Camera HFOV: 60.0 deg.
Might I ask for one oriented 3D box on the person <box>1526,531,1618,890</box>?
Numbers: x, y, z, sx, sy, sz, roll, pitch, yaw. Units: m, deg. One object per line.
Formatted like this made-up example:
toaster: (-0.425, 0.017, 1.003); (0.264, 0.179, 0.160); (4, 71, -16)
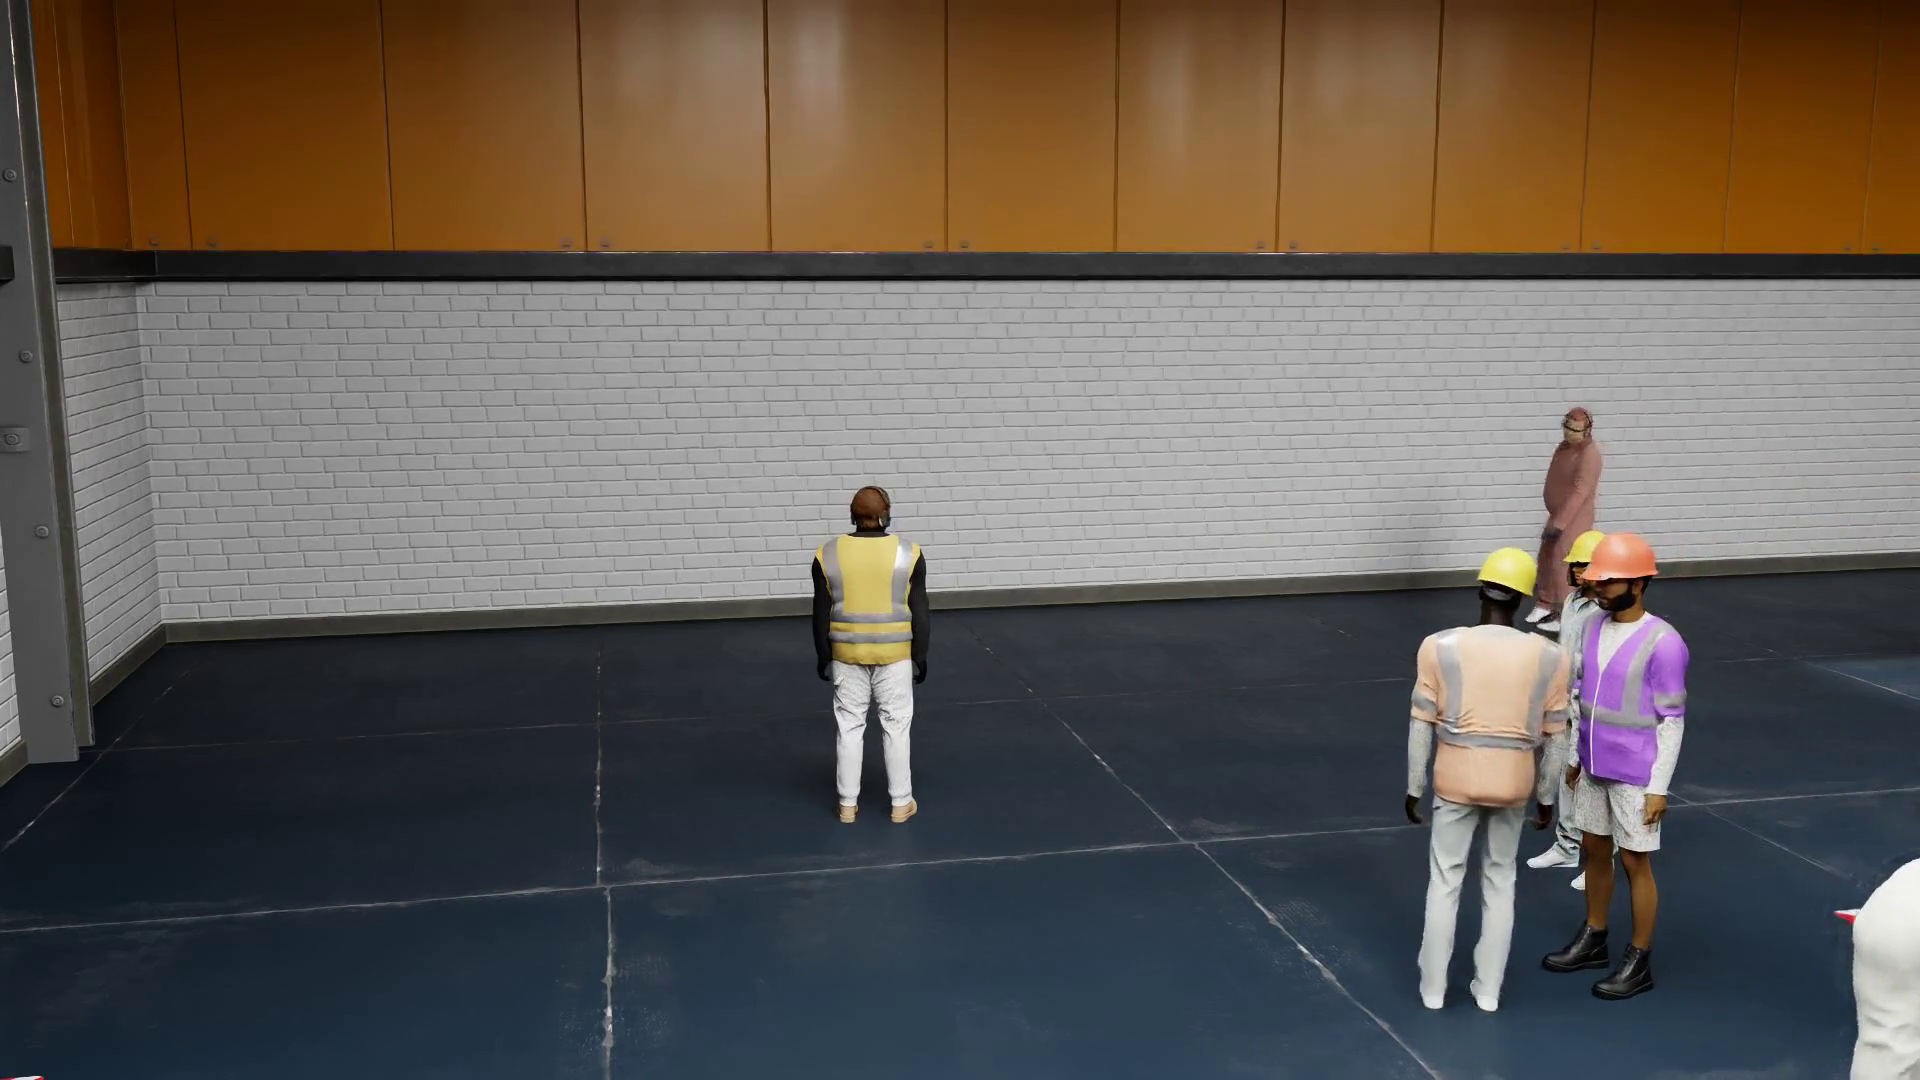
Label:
person: (3.039, 0.819, 8.090); (0.296, 1.745, 0.484); (-3, 10, -18)

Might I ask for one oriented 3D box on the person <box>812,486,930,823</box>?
person: (-0.475, 0.621, 9.003); (0.634, 1.841, 0.429); (0, 9, 2)

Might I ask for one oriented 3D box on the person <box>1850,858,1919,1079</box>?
person: (2.316, 1.402, 4.039); (0.640, 1.917, 0.727); (-4, 10, -21)

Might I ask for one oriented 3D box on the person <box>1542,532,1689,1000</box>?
person: (2.695, 0.924, 6.862); (0.373, 1.934, 0.551); (-3, 10, -20)

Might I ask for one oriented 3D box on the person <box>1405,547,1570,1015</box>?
person: (2.098, 0.976, 6.675); (0.608, 1.909, 0.405); (1, 9, 7)

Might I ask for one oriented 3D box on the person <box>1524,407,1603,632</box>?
person: (5.003, -0.172, 13.756); (0.418, 1.869, 0.724); (0, 9, 2)
